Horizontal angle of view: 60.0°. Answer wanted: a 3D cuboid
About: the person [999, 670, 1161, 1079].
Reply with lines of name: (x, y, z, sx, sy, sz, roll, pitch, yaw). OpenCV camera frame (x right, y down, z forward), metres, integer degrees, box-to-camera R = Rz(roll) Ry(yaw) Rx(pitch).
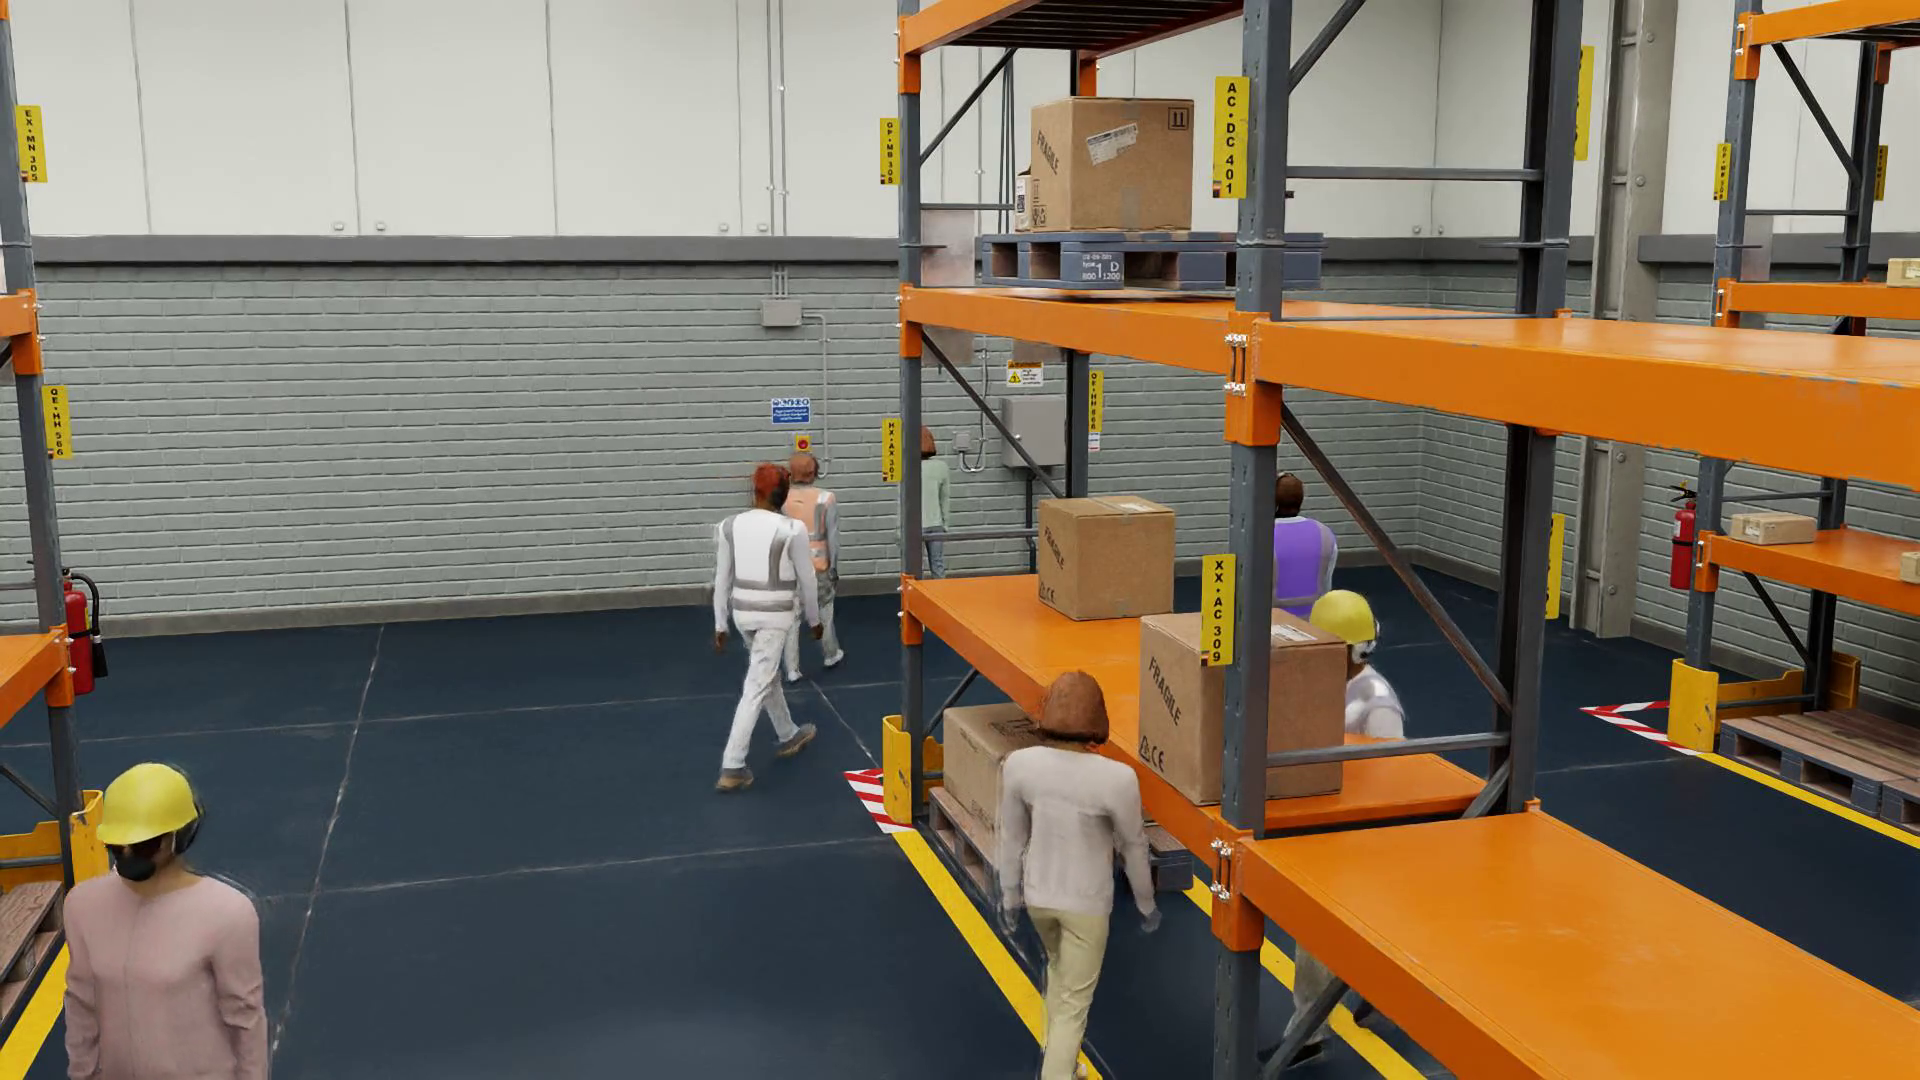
person: (0.424, 1.238, 5.746, 0.511, 1.610, 0.665, 7, 12, 34)

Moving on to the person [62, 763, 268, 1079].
person: (-2.047, 1.403, 4.387, 0.535, 1.746, 0.664, 1, 10, 8)

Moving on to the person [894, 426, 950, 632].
person: (-0.297, -0.086, 13.221, 0.507, 1.632, 0.268, -7, 12, -36)

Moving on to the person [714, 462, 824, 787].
person: (-1.130, 0.464, 9.581, 0.568, 1.833, 1.063, 5, 11, 27)

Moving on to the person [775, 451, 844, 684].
person: (-1.076, 0.172, 11.821, 0.533, 1.606, 0.759, 2, 10, 10)

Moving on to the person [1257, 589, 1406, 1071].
person: (1.401, 1.059, 6.189, 0.668, 1.811, 0.613, -3, 10, -15)
